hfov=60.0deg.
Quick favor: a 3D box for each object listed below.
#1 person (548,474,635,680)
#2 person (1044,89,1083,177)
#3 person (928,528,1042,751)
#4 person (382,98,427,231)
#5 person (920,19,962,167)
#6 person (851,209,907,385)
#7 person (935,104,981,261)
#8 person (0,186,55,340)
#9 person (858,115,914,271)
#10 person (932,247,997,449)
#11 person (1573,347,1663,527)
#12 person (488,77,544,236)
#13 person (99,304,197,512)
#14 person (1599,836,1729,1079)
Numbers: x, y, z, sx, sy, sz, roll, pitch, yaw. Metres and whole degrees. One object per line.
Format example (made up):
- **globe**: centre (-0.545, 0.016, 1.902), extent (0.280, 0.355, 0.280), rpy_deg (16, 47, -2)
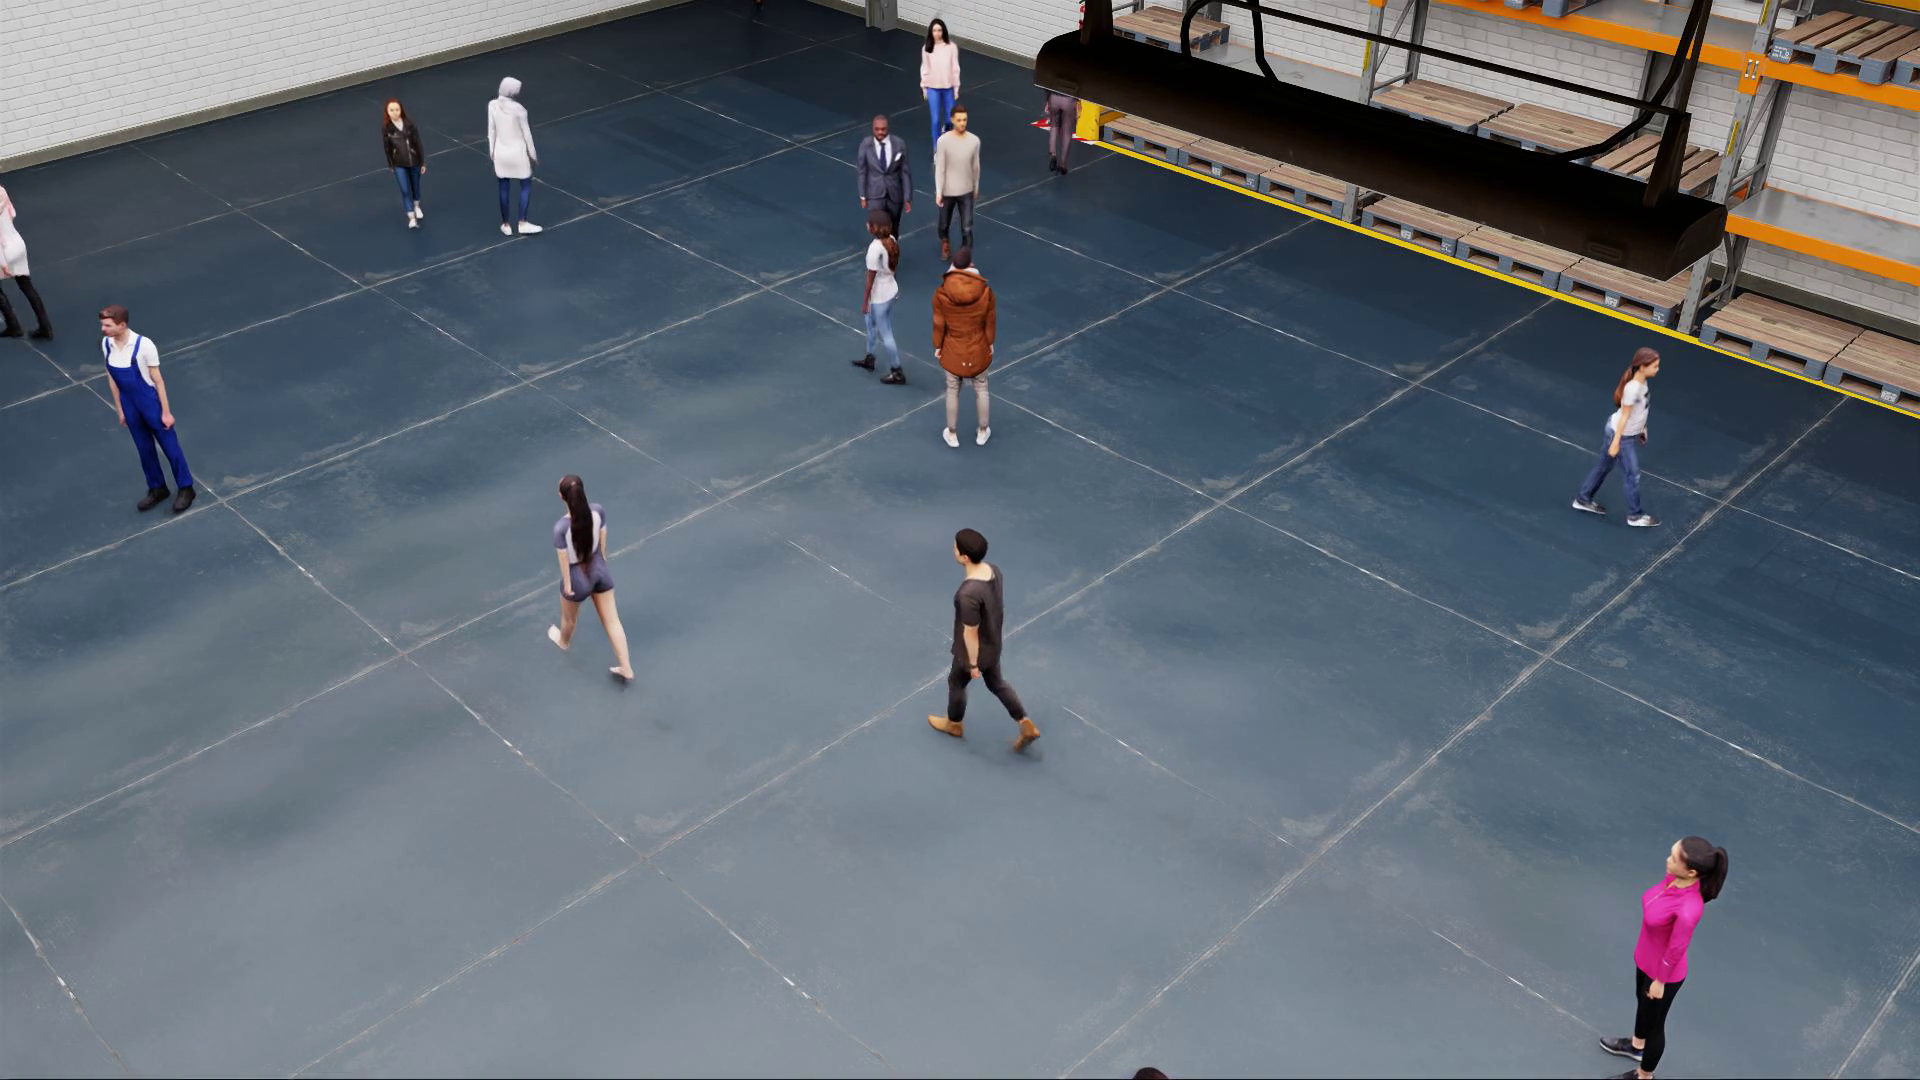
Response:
- **person**: centre (-2.559, 0.304, 11.655), extent (0.622, 1.600, 1.062), rpy_deg (-28, 43, -35)
- **person**: centre (1.185, -5.094, 19.723), extent (0.646, 1.660, 0.754), rpy_deg (15, 36, 21)
- **person**: centre (0.201, 0.699, 10.980), extent (1.126, 1.689, 0.780), rpy_deg (20, 38, 27)
- **person**: centre (-6.200, -4.244, 18.646), extent (0.812, 1.436, 1.038), rpy_deg (-12, 35, -17)
- **person**: centre (-0.227, -5.474, 20.206), extent (0.937, 1.757, 0.995), rpy_deg (1, 34, 1)
- **person**: centre (-0.643, -2.225, 15.363), extent (0.950, 1.707, 0.827), rpy_deg (10, 35, 15)
- **person**: centre (-0.061, -3.659, 17.404), extent (1.101, 1.837, 1.259), rpy_deg (-5, 34, -7)
- **person**: centre (-9.128, -2.755, 16.091), extent (0.922, 1.784, 0.845), rpy_deg (5, 34, 8)
- **person**: centre (-0.783, -3.595, 17.350), extent (1.095, 1.789, 1.224), rpy_deg (-5, 34, -8)
- **person**: centre (0.045, -1.657, 14.392), extent (0.849, 1.836, 0.900), rpy_deg (-2, 34, -4)
- **person**: centre (5.293, -0.867, 13.473), extent (0.998, 1.536, 0.744), rpy_deg (16, 37, 23)
- **person**: centre (-4.941, -4.209, 18.305), extent (0.720, 1.756, 0.836), rpy_deg (-1, 34, -1)
- **person**: centre (-6.637, -1.105, 13.550), extent (0.699, 1.849, 0.786), rpy_deg (5, 34, 8)
- **person**: centre (3.684, 2.207, 8.704), extent (0.714, 1.697, 0.676), rpy_deg (6, 34, 9)
